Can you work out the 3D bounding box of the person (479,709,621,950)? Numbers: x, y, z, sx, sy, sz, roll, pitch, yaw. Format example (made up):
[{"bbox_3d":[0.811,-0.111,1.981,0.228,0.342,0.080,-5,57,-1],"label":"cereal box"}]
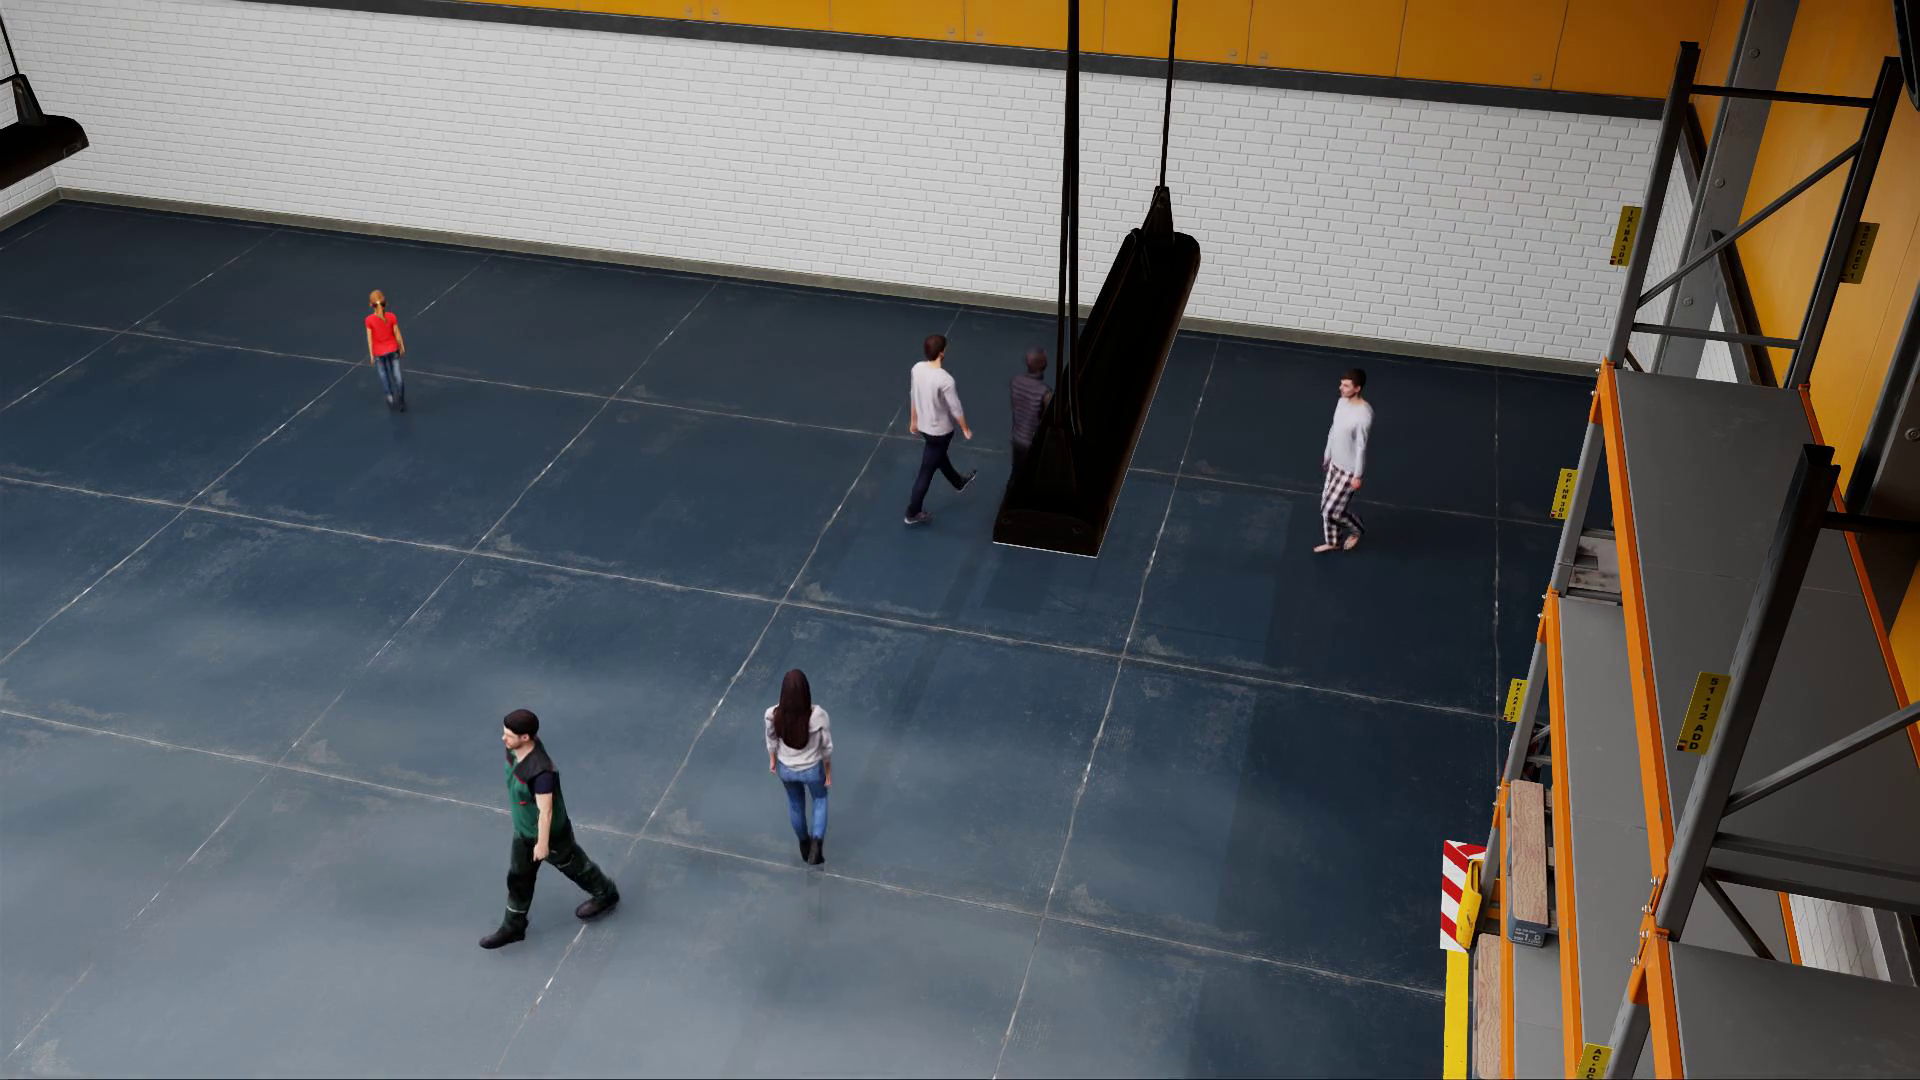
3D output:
[{"bbox_3d":[-2.625,1.833,10.819,1.296,1.855,1.172,-22,39,-29],"label":"person"}]

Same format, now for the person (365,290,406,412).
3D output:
[{"bbox_3d":[-5.831,-1.896,16.933,0.631,1.297,0.689,-13,36,-19],"label":"person"}]

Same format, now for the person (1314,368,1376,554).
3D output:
[{"bbox_3d":[3.461,-0.675,14.610,0.882,1.835,0.821,-11,35,-16],"label":"person"}]

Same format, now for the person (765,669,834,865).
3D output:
[{"bbox_3d":[-1.086,1.618,11.357,0.707,1.618,0.772,0,34,-1],"label":"person"}]

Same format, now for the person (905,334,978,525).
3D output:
[{"bbox_3d":[-0.310,-0.963,15.081,1.265,1.794,1.123,-23,40,-30],"label":"person"}]

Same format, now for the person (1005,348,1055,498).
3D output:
[{"bbox_3d":[0.575,-0.841,14.904,1.074,1.786,1.269,28,43,35],"label":"person"}]
